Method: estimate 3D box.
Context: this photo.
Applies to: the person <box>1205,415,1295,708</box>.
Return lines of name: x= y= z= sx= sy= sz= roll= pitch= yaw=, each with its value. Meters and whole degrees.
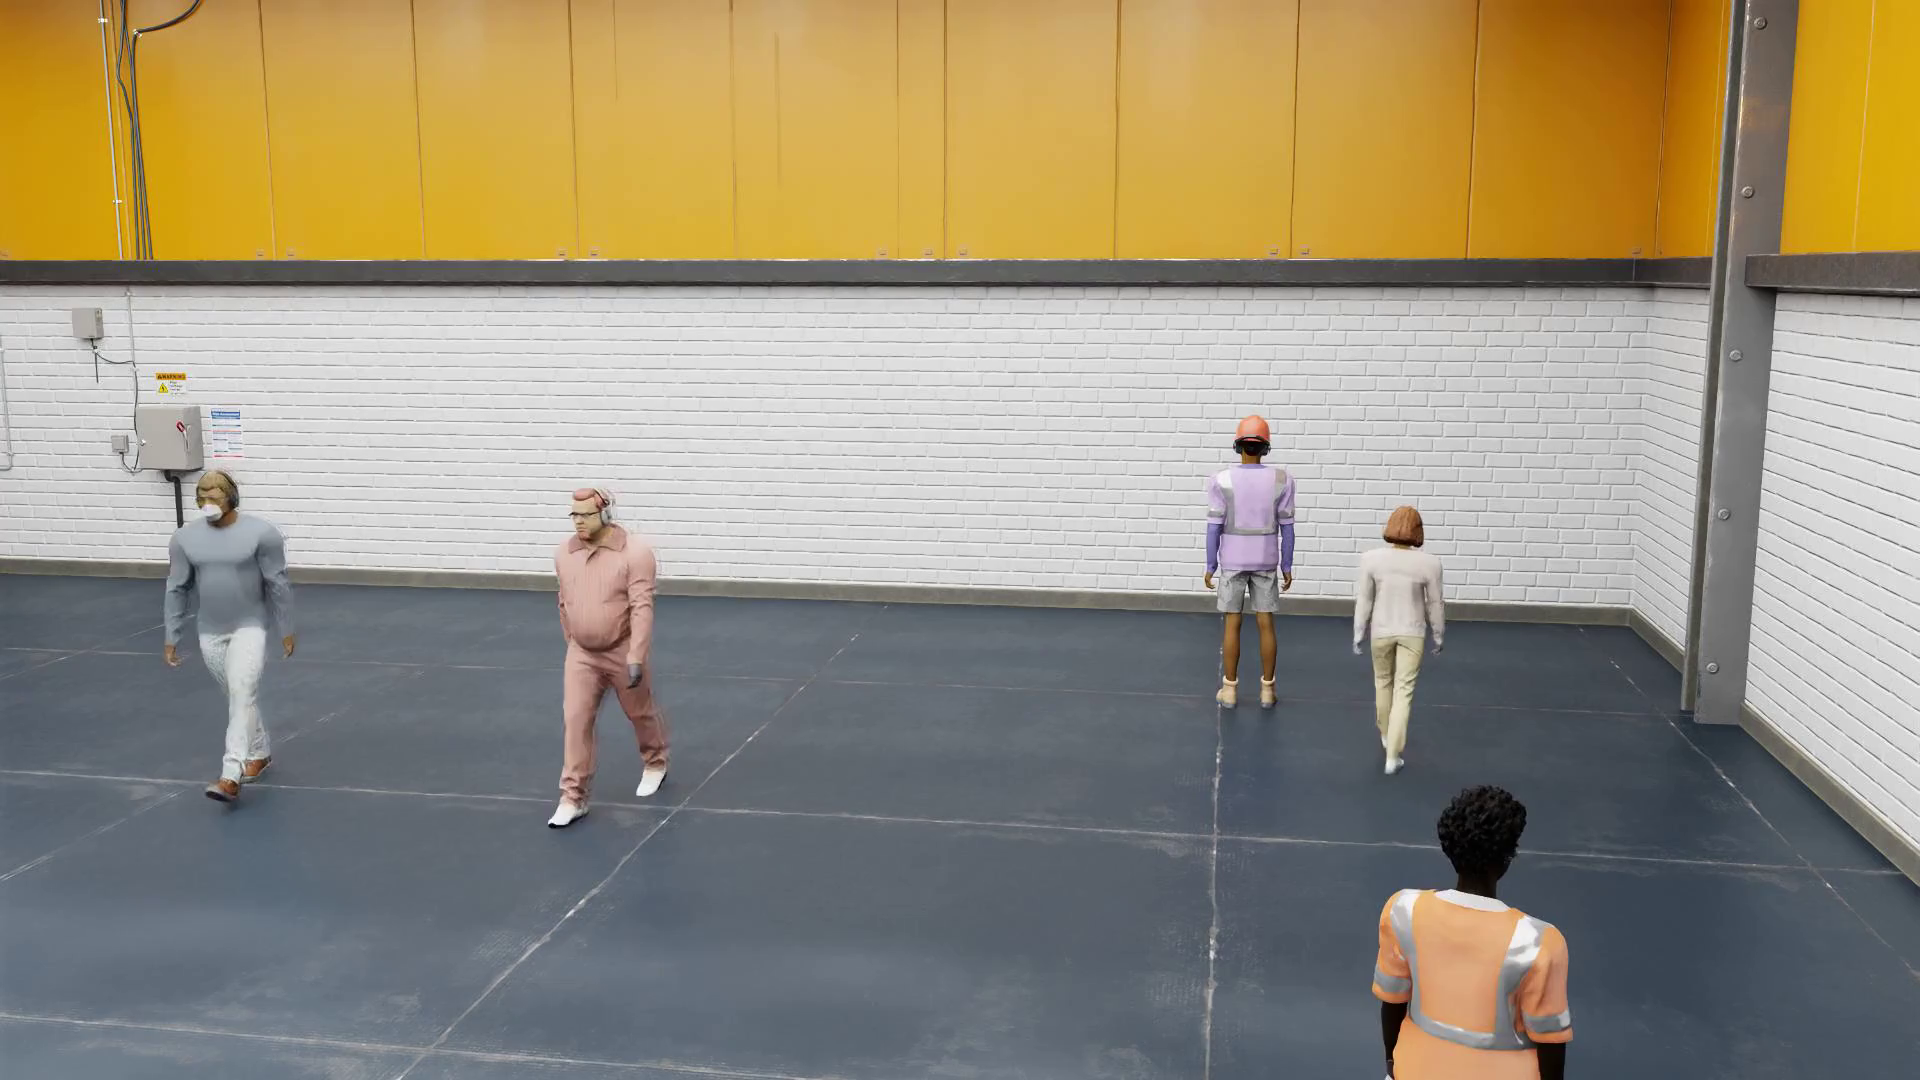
person: x=2.005 y=0.150 z=11.563 sx=0.615 sy=2.041 sz=0.386 roll=0 pitch=9 yaw=1

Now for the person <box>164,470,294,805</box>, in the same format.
person: x=-4.234 y=0.553 z=9.532 sx=0.661 sy=1.888 sz=0.997 roll=0 pitch=9 yaw=2

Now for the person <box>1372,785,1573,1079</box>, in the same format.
person: x=1.355 y=1.481 z=4.422 sx=0.532 sy=1.697 sz=0.319 roll=7 pitch=12 yaw=39

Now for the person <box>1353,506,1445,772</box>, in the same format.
person: x=2.727 y=0.583 z=10.270 sx=0.522 sy=1.595 sz=0.800 roll=4 pitch=10 yaw=25

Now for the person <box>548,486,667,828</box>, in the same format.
person: x=-1.967 y=0.610 z=9.333 sx=0.643 sy=1.861 sz=0.990 roll=2 pitch=9 yaw=14
